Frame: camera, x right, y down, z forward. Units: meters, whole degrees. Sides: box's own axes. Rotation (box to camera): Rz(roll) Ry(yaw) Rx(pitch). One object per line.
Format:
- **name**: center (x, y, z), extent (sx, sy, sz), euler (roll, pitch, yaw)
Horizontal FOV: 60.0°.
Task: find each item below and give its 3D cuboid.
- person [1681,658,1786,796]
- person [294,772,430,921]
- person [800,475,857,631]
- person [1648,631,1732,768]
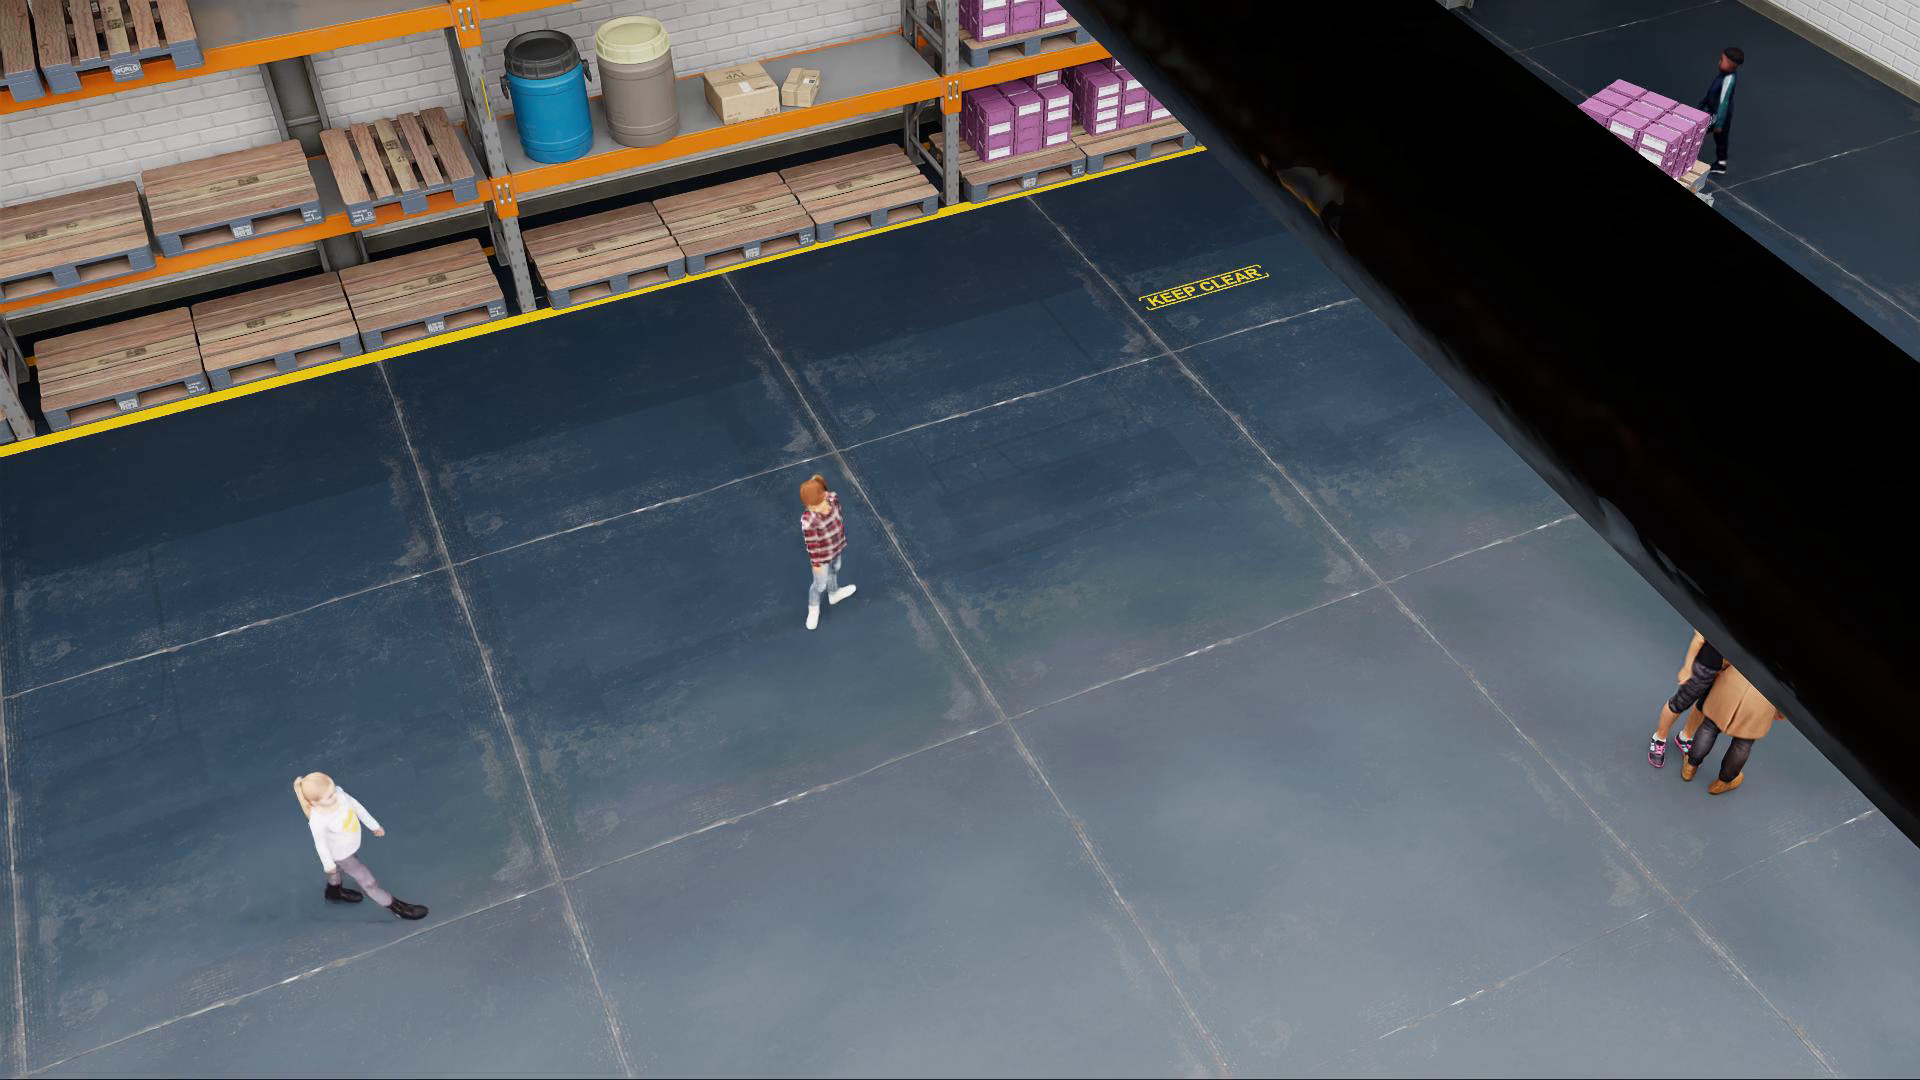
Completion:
- **person**: center (4.755, 0.890, 10.019), extent (0.745, 1.727, 0.751), euler (32, 52, 29)
- **person**: center (-3.572, 1.735, 9.481), extent (0.951, 1.245, 0.757), euler (2, 44, 2)
- **person**: center (-0.904, 0.002, 11.273), extent (0.777, 1.282, 0.643), euler (12, 45, 13)
- **person**: center (4.628, 0.749, 10.166), extent (0.606, 1.727, 0.713), euler (1, 44, 1)
